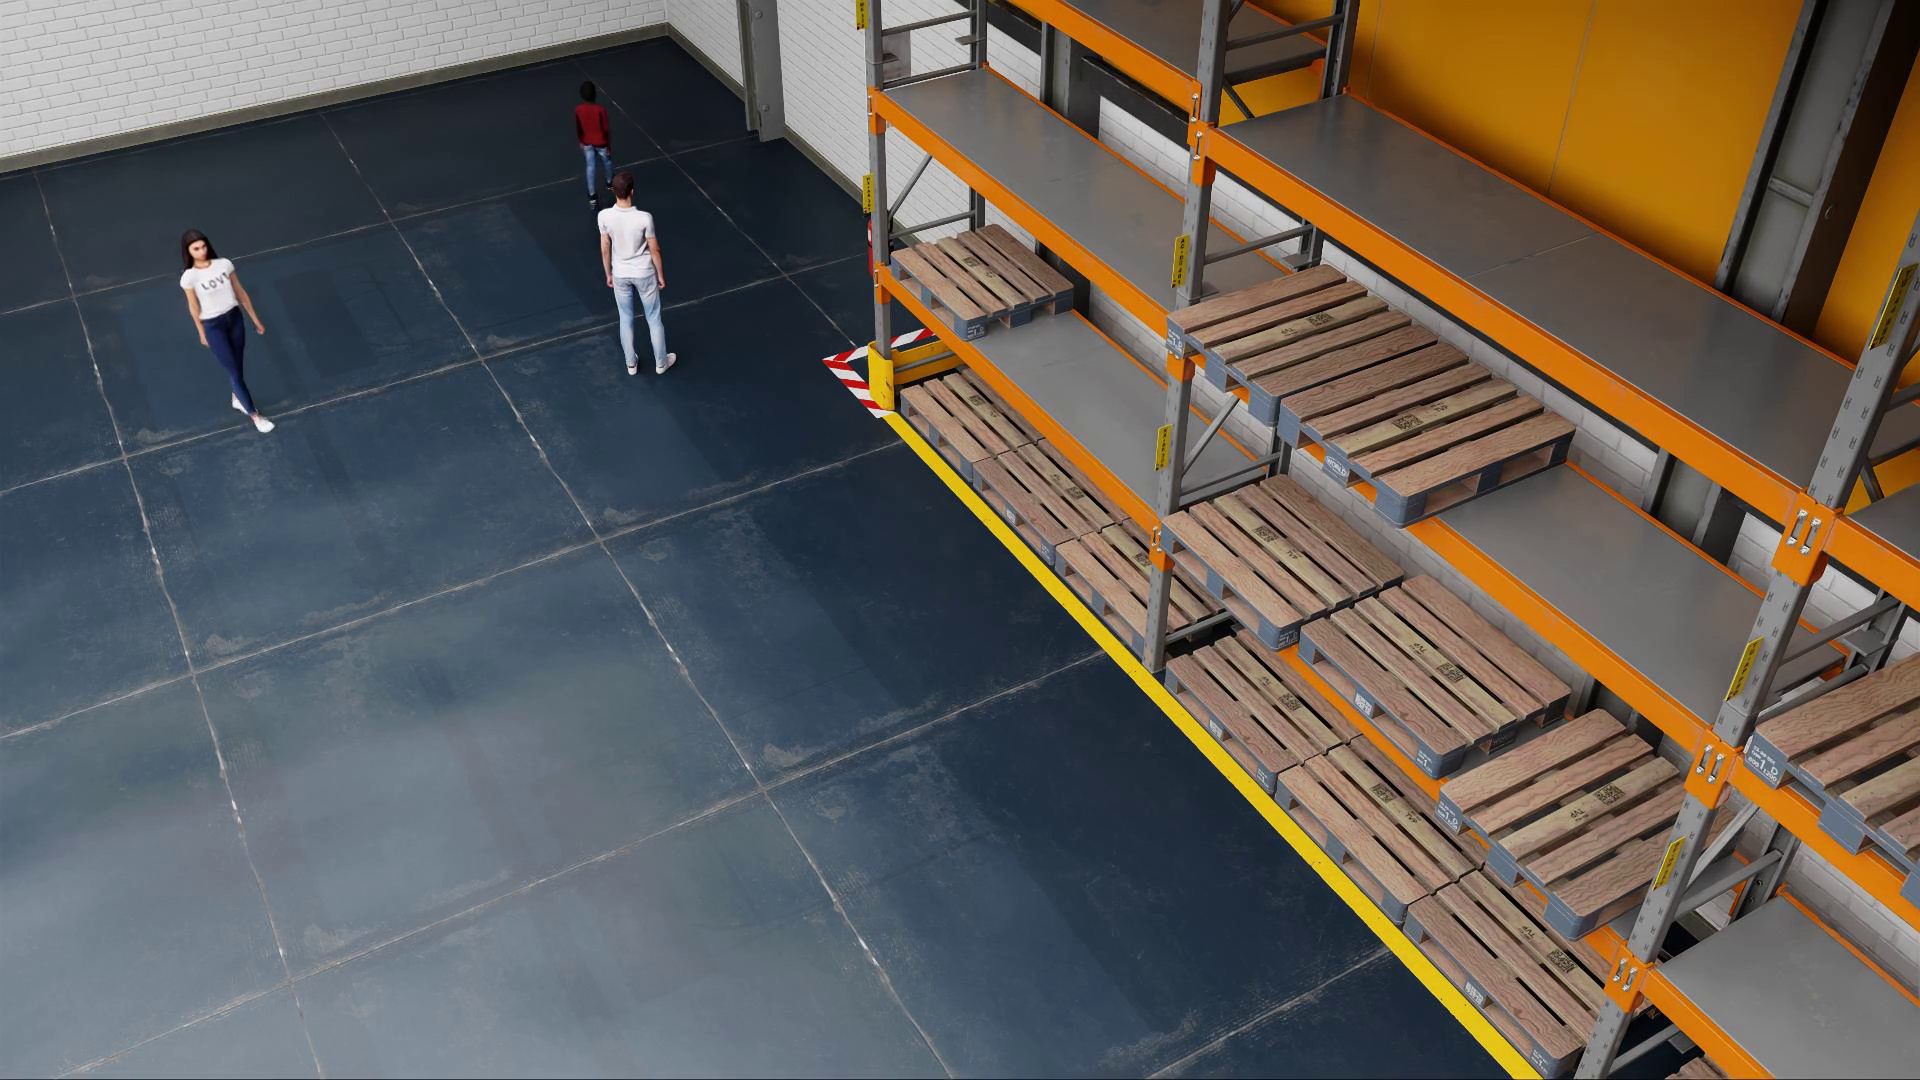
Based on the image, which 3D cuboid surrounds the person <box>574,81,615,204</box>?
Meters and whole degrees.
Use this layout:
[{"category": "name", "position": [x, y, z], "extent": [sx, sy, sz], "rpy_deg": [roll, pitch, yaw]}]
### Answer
[{"category": "person", "position": [-3.712, -4.004, 16.855], "extent": [0.798, 1.233, 0.948], "rpy_deg": [1, 39, 1]}]

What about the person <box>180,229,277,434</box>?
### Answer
[{"category": "person", "position": [-6.075, -1.759, 13.627], "extent": [1.065, 1.753, 0.865], "rpy_deg": [23, 44, 26]}]

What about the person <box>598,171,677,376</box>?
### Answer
[{"category": "person", "position": [-2.778, -2.259, 14.175], "extent": [0.737, 1.850, 0.743], "rpy_deg": [2, 39, 3]}]
